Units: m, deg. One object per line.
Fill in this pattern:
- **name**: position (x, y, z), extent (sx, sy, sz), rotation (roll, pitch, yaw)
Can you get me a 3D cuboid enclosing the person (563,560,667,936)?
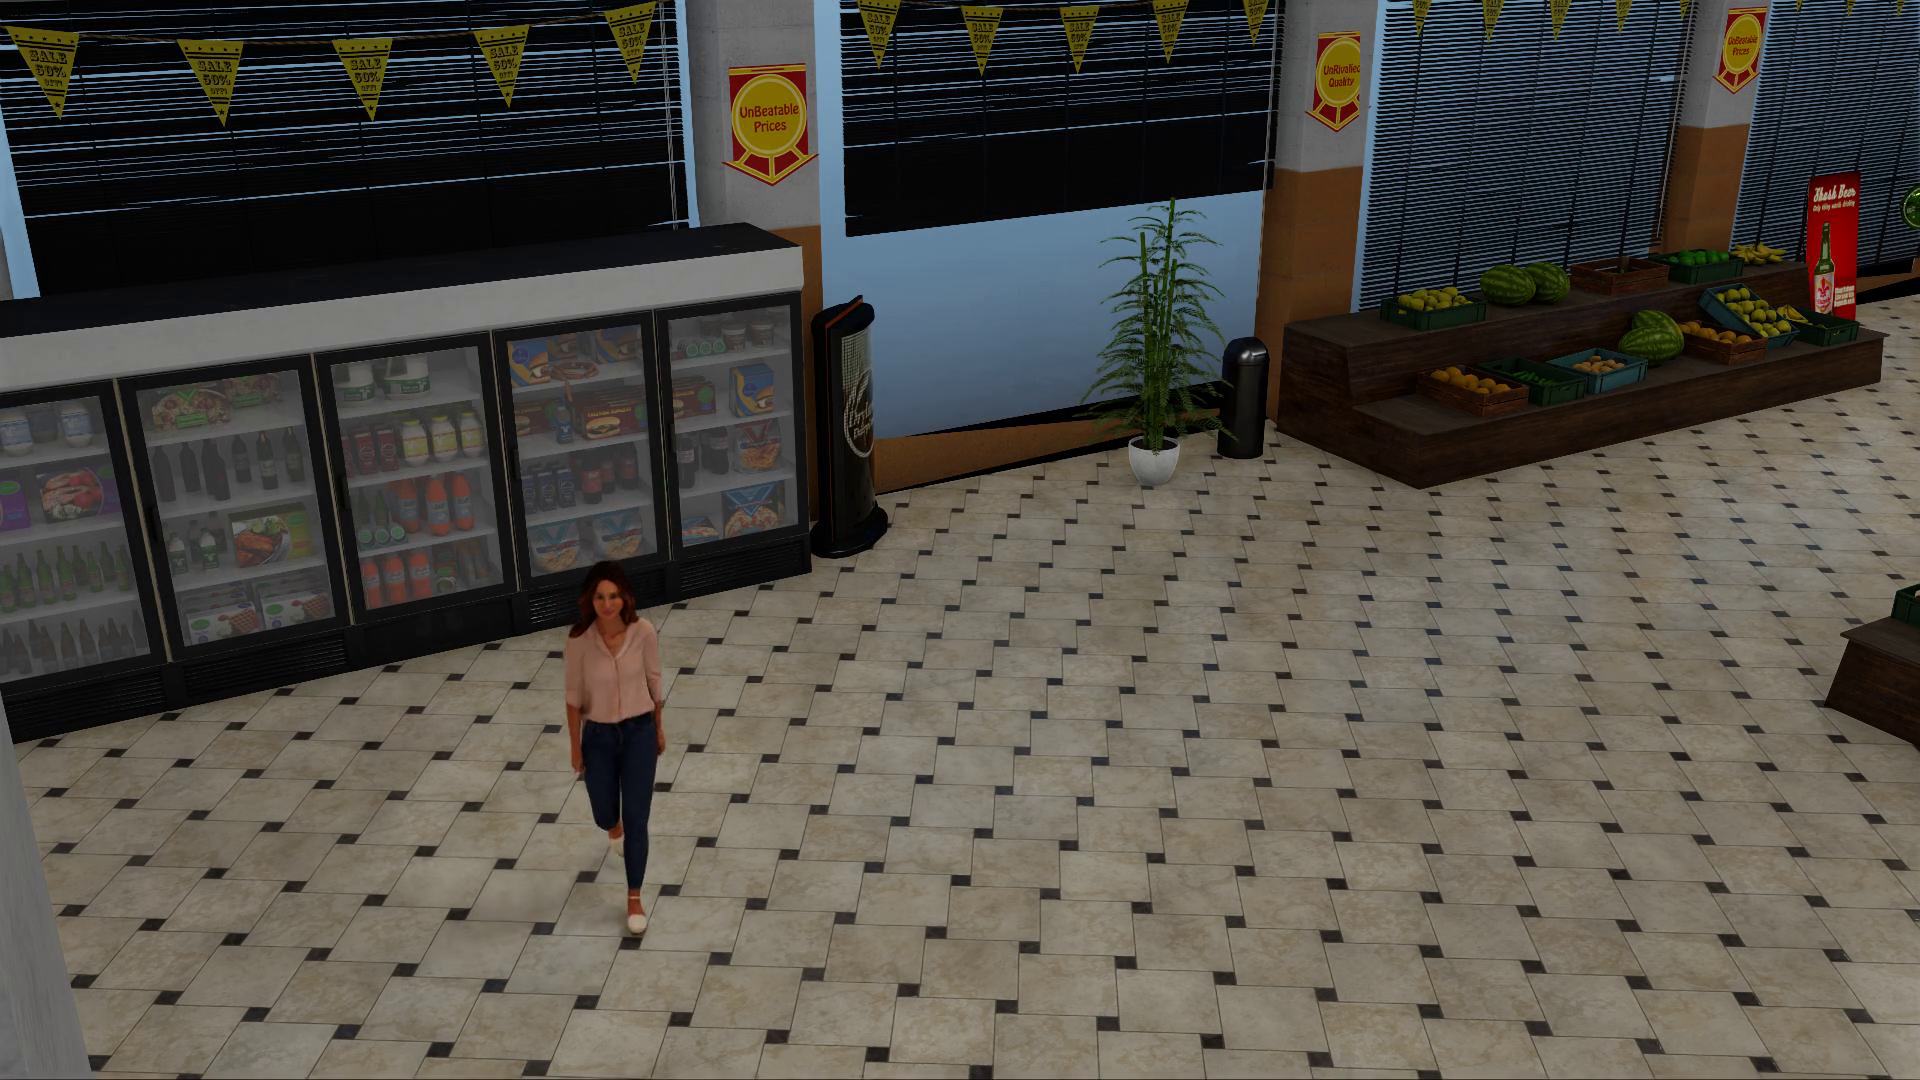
- **person**: position (-1.573, 0.880, 7.623), extent (0.974, 1.770, 0.815), rotation (-6, 23, -14)
